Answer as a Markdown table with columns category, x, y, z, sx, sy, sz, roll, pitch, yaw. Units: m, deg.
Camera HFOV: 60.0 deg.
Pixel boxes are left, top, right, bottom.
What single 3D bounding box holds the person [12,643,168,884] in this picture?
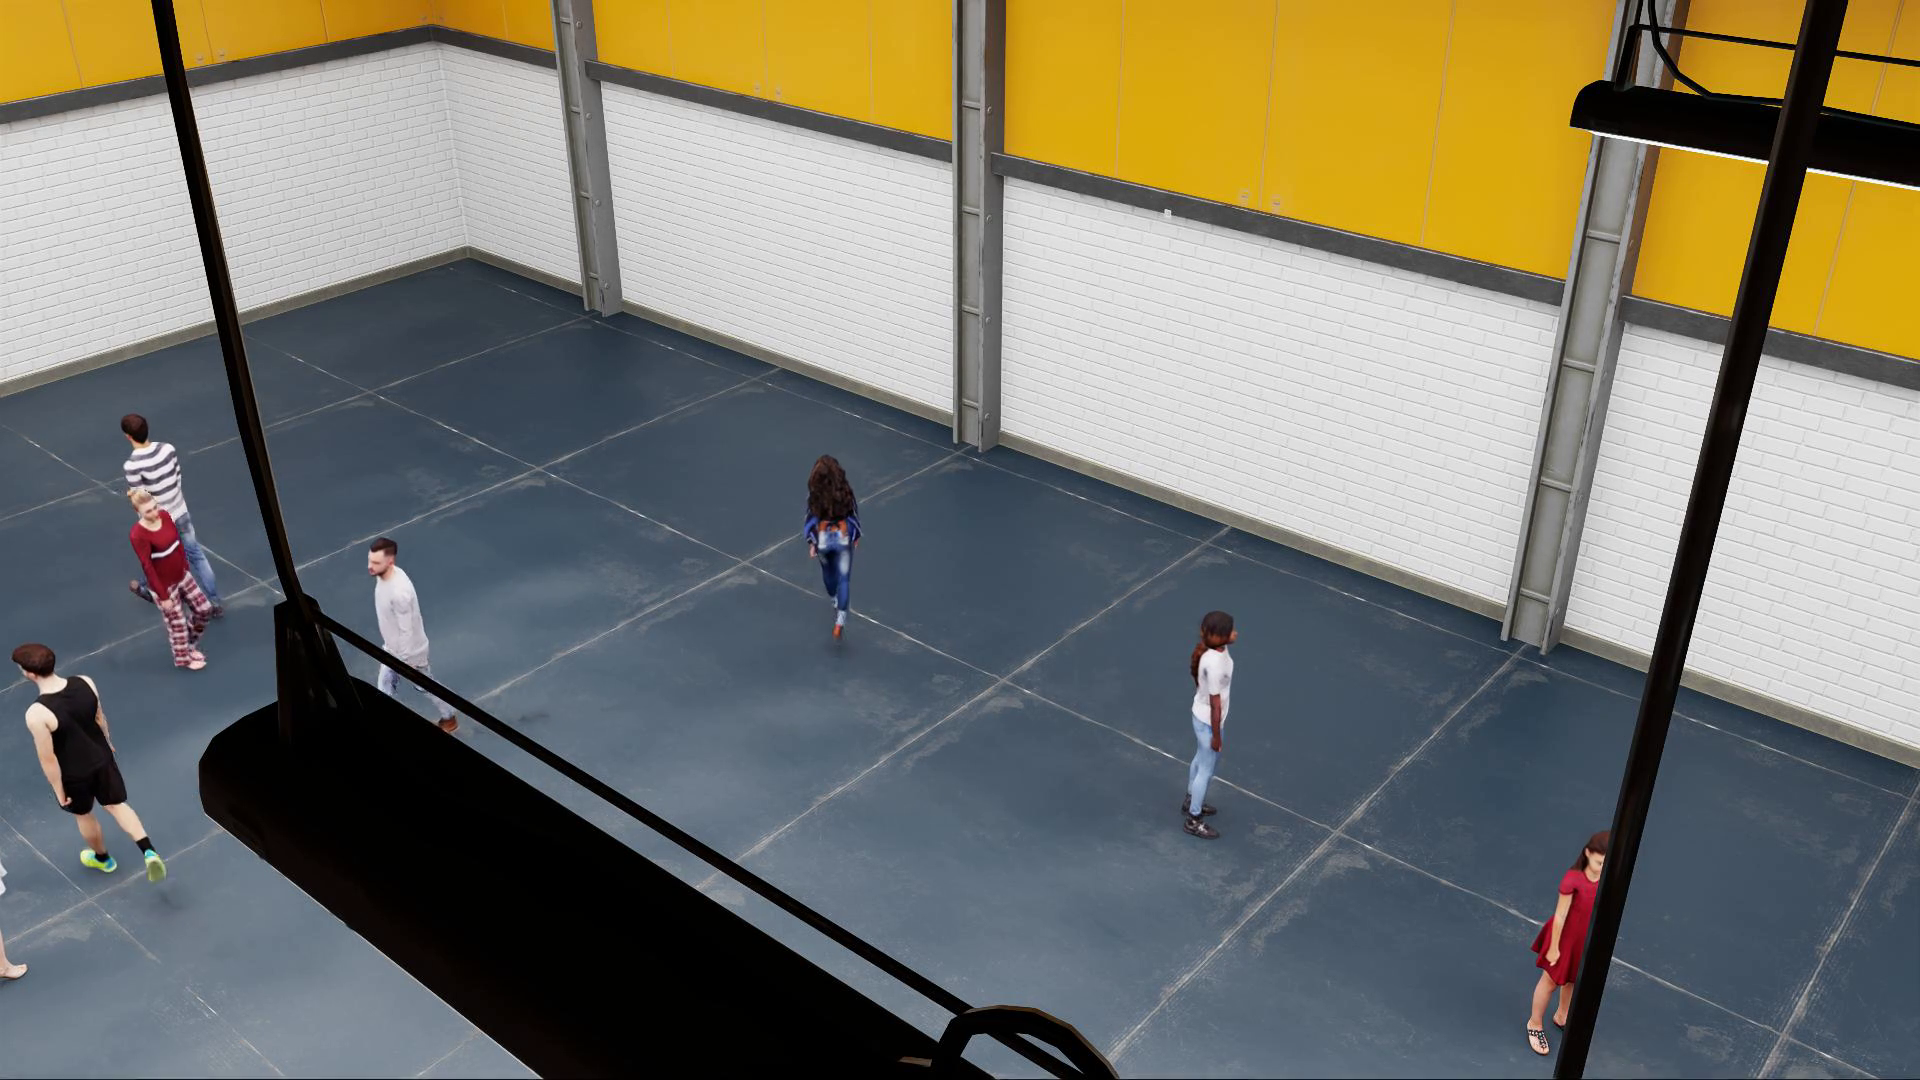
| category | x | y | z | sx | sy | sz | roll | pitch | yaw |
| --- | --- | --- | --- | --- | --- | --- | --- | --- | --- |
| person | -5.616 | 1.481 | 10.759 | 1.116 | 1.866 | 0.806 | 16 | 32 | 27 |

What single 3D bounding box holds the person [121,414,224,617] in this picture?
| category | x | y | z | sx | sy | sz | roll | pitch | yaw |
| --- | --- | --- | --- | --- | --- | --- | --- | --- | --- |
| person | -6.533 | -0.159 | 13.834 | 1.187 | 1.799 | 0.780 | 17 | 33 | 28 |

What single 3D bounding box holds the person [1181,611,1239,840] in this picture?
| category | x | y | z | sx | sy | sz | roll | pitch | yaw |
| --- | --- | --- | --- | --- | --- | --- | --- | --- | --- |
| person | 1.708 | 1.233 | 11.367 | 0.683 | 1.719 | 0.662 | 3 | 29 | 5 |

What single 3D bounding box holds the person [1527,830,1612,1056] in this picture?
| category | x | y | z | sx | sy | sz | roll | pitch | yaw |
| --- | --- | --- | --- | --- | --- | --- | --- | --- | --- |
| person | 3.568 | 2.285 | 9.612 | 0.675 | 1.553 | 0.734 | -8 | 30 | -14 |

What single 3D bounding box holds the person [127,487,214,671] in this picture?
| category | x | y | z | sx | sy | sz | roll | pitch | yaw |
| --- | --- | --- | --- | --- | --- | --- | --- | --- | --- |
| person | -6.295 | 0.312 | 13.084 | 0.780 | 1.690 | 0.772 | 5 | 29 | 9 |

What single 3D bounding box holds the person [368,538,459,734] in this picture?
| category | x | y | z | sx | sy | sz | roll | pitch | yaw |
| --- | --- | --- | --- | --- | --- | --- | --- | --- | --- |
| person | -3.970 | 0.749 | 12.169 | 0.927 | 1.800 | 1.085 | -18 | 33 | -30 |

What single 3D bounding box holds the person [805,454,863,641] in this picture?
| category | x | y | z | sx | sy | sz | roll | pitch | yaw |
| --- | --- | --- | --- | --- | --- | --- | --- | --- | --- |
| person | -1.028 | 0.072 | 13.625 | 1.056 | 1.594 | 1.089 | -1 | 29 | -2 |
